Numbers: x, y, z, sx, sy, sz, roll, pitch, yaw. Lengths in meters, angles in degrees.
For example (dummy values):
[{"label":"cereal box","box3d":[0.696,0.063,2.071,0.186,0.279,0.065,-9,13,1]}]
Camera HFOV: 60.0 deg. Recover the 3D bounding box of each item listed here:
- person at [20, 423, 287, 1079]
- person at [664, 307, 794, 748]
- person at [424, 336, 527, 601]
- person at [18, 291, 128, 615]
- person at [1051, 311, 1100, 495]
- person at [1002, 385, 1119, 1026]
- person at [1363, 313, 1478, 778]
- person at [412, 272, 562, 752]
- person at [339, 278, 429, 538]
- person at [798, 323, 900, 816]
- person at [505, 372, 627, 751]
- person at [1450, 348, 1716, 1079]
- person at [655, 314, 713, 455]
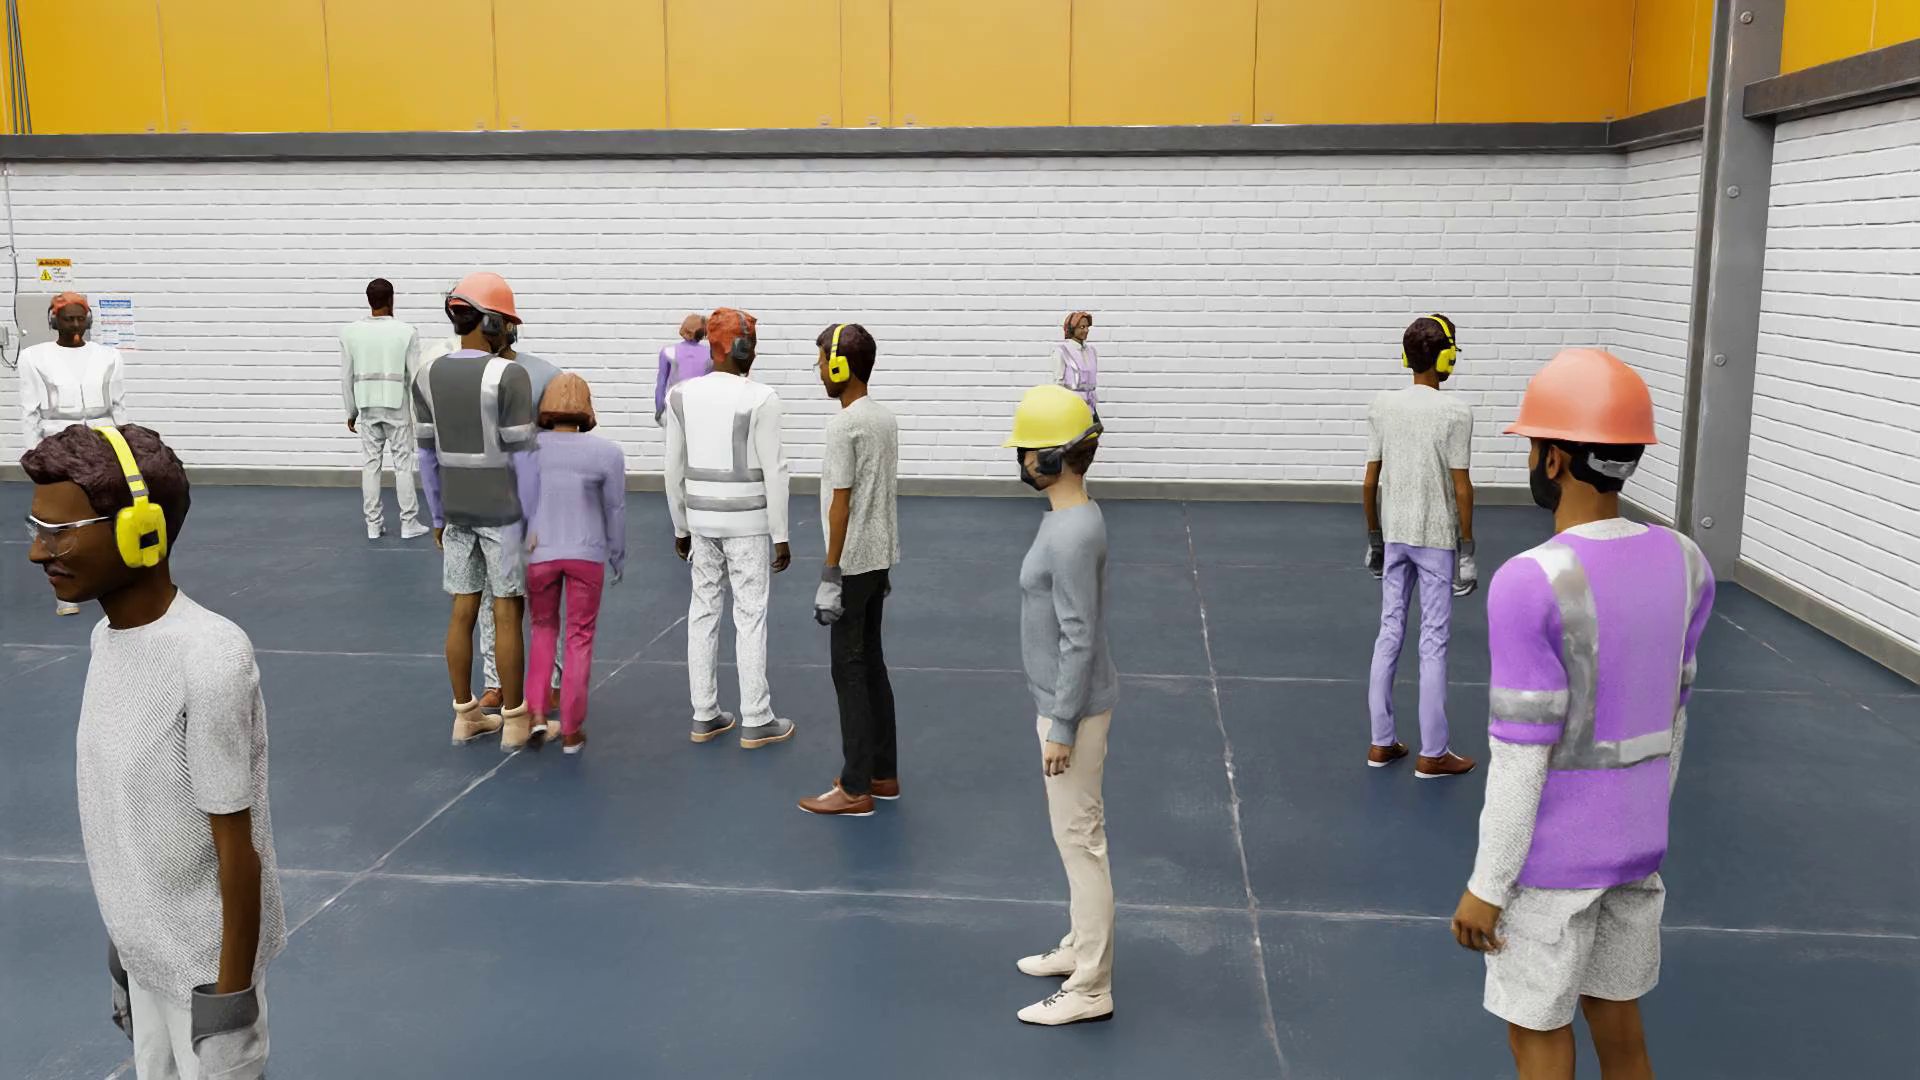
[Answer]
[{"label":"person","box3d":[-1.293,0.732,2.756,0.510,1.860,0.324,9,13,41]},{"label":"person","box3d":[-0.986,-0.050,7.141,0.584,1.884,0.337,5,11,25]},{"label":"person","box3d":[-2.794,-0.564,9.944,0.913,1.927,0.638,6,12,31]},{"label":"person","box3d":[-5.181,-0.509,9.791,0.576,1.879,0.355,-10,14,-44]},{"label":"person","box3d":[0.923,-1.006,13.320,0.308,1.641,0.511,9,13,42]},{"label":"person","box3d":[0.275,0.456,4.594,0.327,1.765,0.528,1,10,5]},{"label":"person","box3d":[1.872,0.025,6.751,0.327,1.874,0.518,-9,13,-41]},{"label":"person","box3d":[-2.005,-0.114,7.088,0.605,2.034,0.391,5,11,24]},{"label":"person","box3d":[-4.246,-0.962,12.276,0.597,1.915,0.370,0,10,0]},{"label":"person","box3d":[-0.407,0.115,6.300,0.344,1.857,0.527,3,10,19]},{"label":"person","box3d":[-1.678,0.099,7.089,0.513,1.614,0.357,-1,10,-3]},{"label":"person","box3d":[1.197,0.595,3.297,0.542,1.939,0.368,-6,11,-30]},{"label":"person","box3d":[-2.228,-1.045,13.597,0.542,1.610,0.407,-4,11,-19]}]
